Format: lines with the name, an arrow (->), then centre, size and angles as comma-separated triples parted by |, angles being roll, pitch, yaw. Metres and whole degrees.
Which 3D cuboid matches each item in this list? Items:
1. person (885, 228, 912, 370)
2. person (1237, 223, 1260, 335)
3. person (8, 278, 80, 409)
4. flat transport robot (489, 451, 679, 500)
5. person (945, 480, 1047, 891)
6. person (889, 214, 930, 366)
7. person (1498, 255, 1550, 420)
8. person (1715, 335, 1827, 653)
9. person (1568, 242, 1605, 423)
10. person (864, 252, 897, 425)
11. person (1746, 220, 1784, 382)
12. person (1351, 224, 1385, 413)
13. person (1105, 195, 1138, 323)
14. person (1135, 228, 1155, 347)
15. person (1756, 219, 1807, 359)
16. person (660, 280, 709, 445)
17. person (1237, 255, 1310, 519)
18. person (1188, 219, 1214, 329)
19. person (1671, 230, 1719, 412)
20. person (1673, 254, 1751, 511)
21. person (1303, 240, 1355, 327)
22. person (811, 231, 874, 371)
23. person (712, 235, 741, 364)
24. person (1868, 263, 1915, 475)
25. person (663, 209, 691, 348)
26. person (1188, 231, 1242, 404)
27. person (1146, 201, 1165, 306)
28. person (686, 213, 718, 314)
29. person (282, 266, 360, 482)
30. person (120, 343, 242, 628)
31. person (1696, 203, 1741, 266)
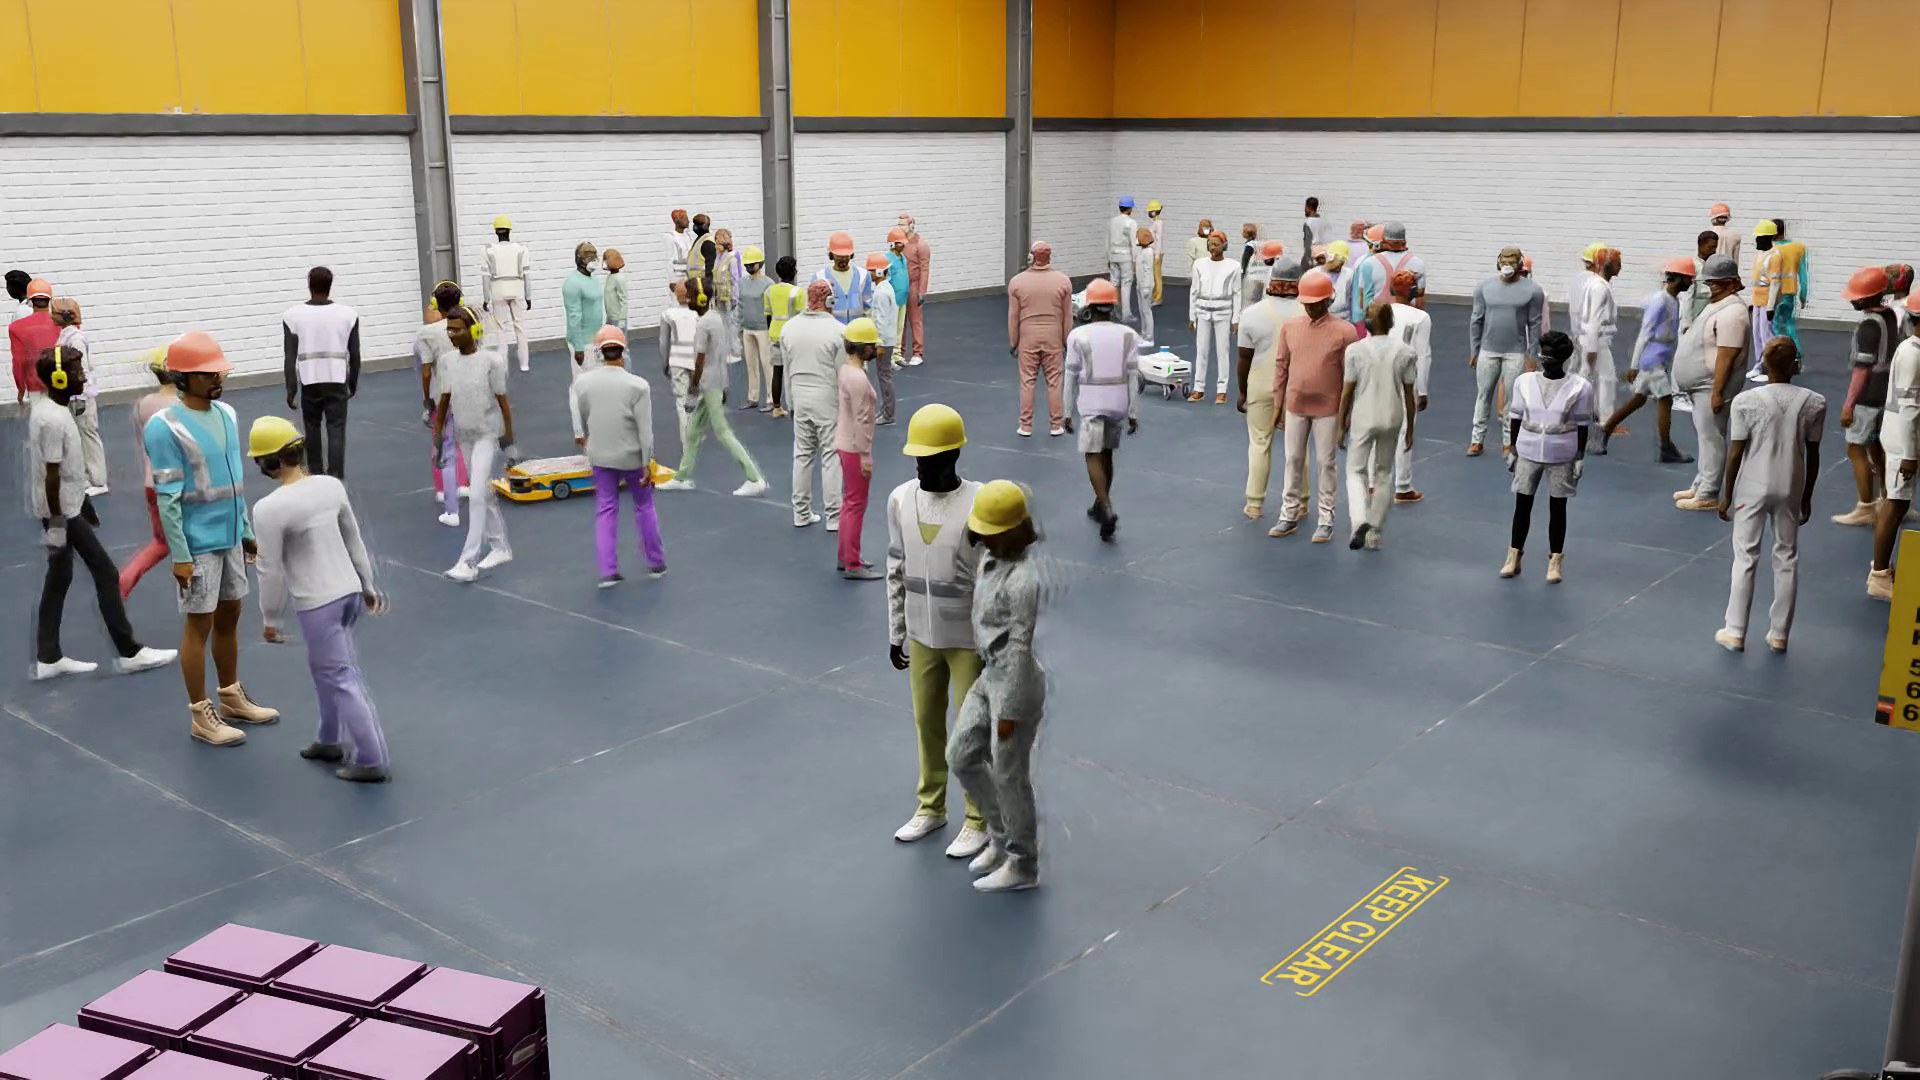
person -> -0.783, -3.015, 20.803 | 0.335, 1.749, 0.576 | 6, 15, 23
person -> 4.125, -3.764, 24.067 | 0.421, 1.622, 0.516 | 2, 14, 10
person -> -7.704, -1.337, 14.097 | 0.571, 1.751, 0.329 | -12, 18, -39
flat transport robot -> -3.159, -0.559, 13.996 | 1.431, 0.197, 0.652 | -9, 17, -32
person -> 0.154, 0.585, 6.498 | 0.415, 1.706, 0.520 | -3, 14, -12
person -> -0.690, -3.174, 21.121 | 0.643, 1.912, 0.410 | 10, 17, 36
person -> 5.671, -2.021, 16.912 | 0.560, 1.731, 0.756 | 7, 16, 27
person -> 4.654, -0.254, 9.591 | 0.506, 1.843, 0.351 | 3, 14, 10
person -> 6.489, -2.132, 17.110 | 0.404, 1.837, 0.588 | -2, 14, -9
person -> -0.818, -2.050, 16.967 | 0.348, 1.745, 0.563 | -1, 14, -2
person -> 9.546, -2.840, 19.799 | 0.431, 1.913, 0.598 | 1, 14, 5
person -> 4.357, -2.336, 17.619 | 0.406, 1.987, 0.615 | 4, 15, 16
person -> 2.522, -4.342, 25.711 | 0.404, 1.945, 0.615 | -13, 19, -41
person -> 2.534, -3.476, 22.913 | 0.279, 1.625, 0.493 | -1, 14, -5
person -> 10.116, -3.014, 20.560 | 0.674, 1.871, 0.398 | -1, 14, -4
person -> -2.541, -1.636, 15.616 | 0.532, 1.581, 0.862 | -2, 14, -8
person -> 2.474, -1.182, 12.899 | 0.686, 2.000, 0.535 | 1, 14, 5
person -> 3.656, -3.986, 24.928 | 0.507, 1.633, 0.276 | -3, 14, -11
person -> 7.852, -2.345, 17.804 | 0.391, 1.914, 0.587 | 12, 18, 40
person -> 5.941, -1.261, 13.212 | 0.535, 2.000, 0.679 | 4, 15, 16
person -> 3.954, -2.338, 18.004 | 0.681, 1.802, 0.454 | 0, 14, -2
person -> -1.112, -1.932, 15.931 | 0.615, 2.028, 0.408 | -5, 15, -20
person -> -2.995, -3.088, 21.330 | 0.310, 1.638, 0.522 | -10, 17, -34
person -> 8.154, -1.481, 14.494 | 0.374, 1.840, 0.569 | 3, 14, 11
person -> -3.829, -3.580, 22.798 | 0.361, 1.884, 0.574 | 6, 15, 22
person -> 2.784, -2.433, 18.222 | 0.573, 1.880, 0.356 | 6, 15, 24
person -> 3.275, -4.823, 28.027 | 0.335, 1.761, 0.529 | -1, 14, -5
person -> -3.464, -3.464, 22.415 | 0.429, 1.847, 0.622 | -5, 15, -19
person -> -5.220, -1.296, 13.665 | 0.598, 1.879, 0.872 | -5, 15, -20
person -> -4.835, -0.306, 10.025 | 0.524, 1.741, 0.716 | 9, 16, 31
person -> 10.041, -3.472, 22.143 | 0.612, 1.995, 0.376 | -2, 14, -8
